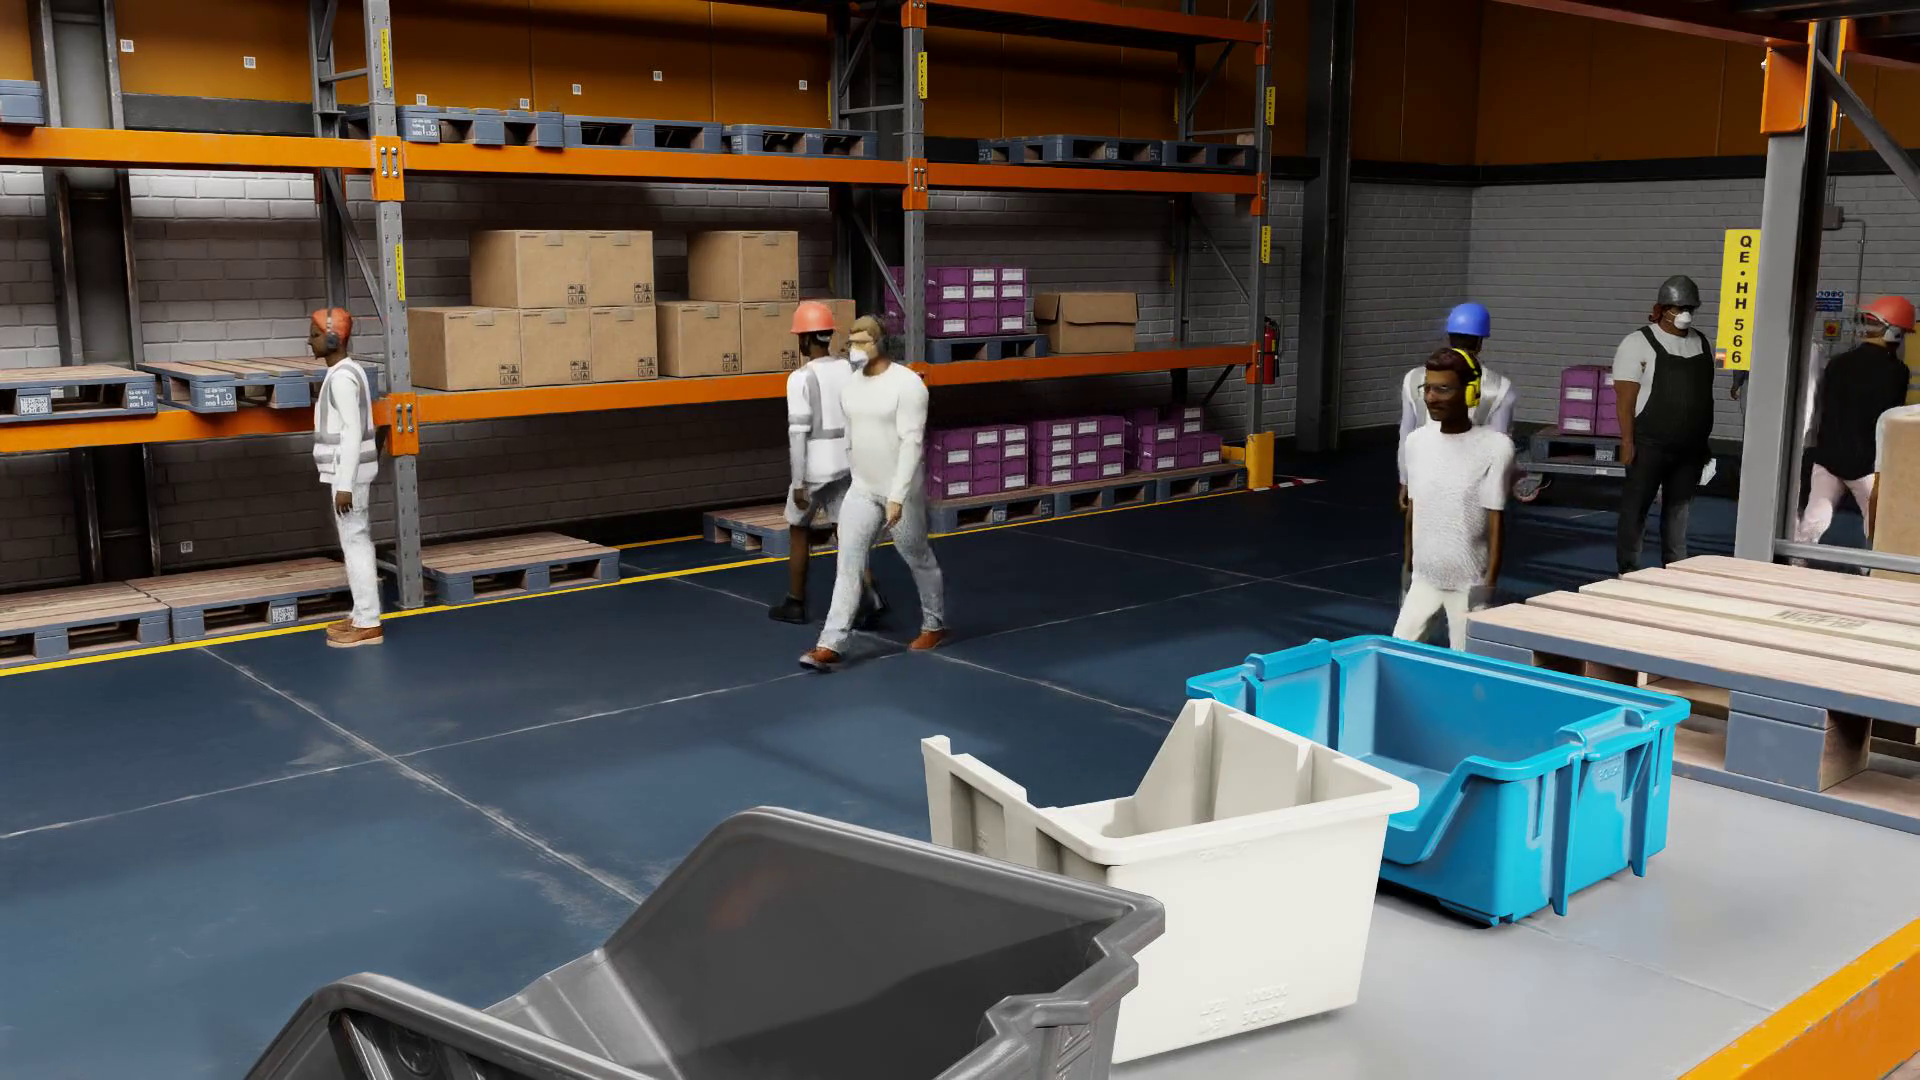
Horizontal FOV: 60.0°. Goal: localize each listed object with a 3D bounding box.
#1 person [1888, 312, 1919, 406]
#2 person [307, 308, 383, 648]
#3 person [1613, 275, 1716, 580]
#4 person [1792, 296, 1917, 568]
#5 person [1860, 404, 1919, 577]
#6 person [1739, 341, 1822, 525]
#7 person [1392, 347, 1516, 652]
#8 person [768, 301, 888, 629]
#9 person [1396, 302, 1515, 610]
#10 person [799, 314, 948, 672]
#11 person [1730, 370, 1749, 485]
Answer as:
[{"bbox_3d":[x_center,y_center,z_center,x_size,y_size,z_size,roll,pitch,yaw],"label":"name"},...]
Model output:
[{"bbox_3d":[8.315,-1.196,14.213,0.669,1.825,0.640,-8,13,-37],"label":"person"},{"bbox_3d":[-3.420,-0.348,9.275,0.337,1.882,0.583,-3,11,-18],"label":"person"},{"bbox_3d":[4.561,-0.677,10.679,0.695,2.000,0.537,-2,10,-12],"label":"person"},{"bbox_3d":[5.255,-0.445,9.684,1.032,1.920,0.710,-3,10,-15],"label":"person"},{"bbox_3d":[4.115,0.060,7.056,0.512,1.864,0.330,8,13,38],"label":"person"},{"bbox_3d":[5.916,-0.823,11.981,0.432,1.872,0.584,-3,10,-14],"label":"person"},{"bbox_3d":[1.833,0.203,6.328,0.571,1.844,0.512,-9,14,-41],"label":"person"},{"bbox_3d":[-0.777,-0.421,9.617,0.561,1.913,0.804,-9,14,-42],"label":"person"},{"bbox_3d":[2.596,-0.287,8.799,0.616,1.930,0.741,5,11,27],"label":"person"},{"bbox_3d":[-0.419,-0.254,8.818,0.630,1.877,1.074,7,13,36],"label":"person"},{"bbox_3d":[7.427,-1.452,15.309,0.636,1.939,0.364,2,10,9],"label":"person"}]
